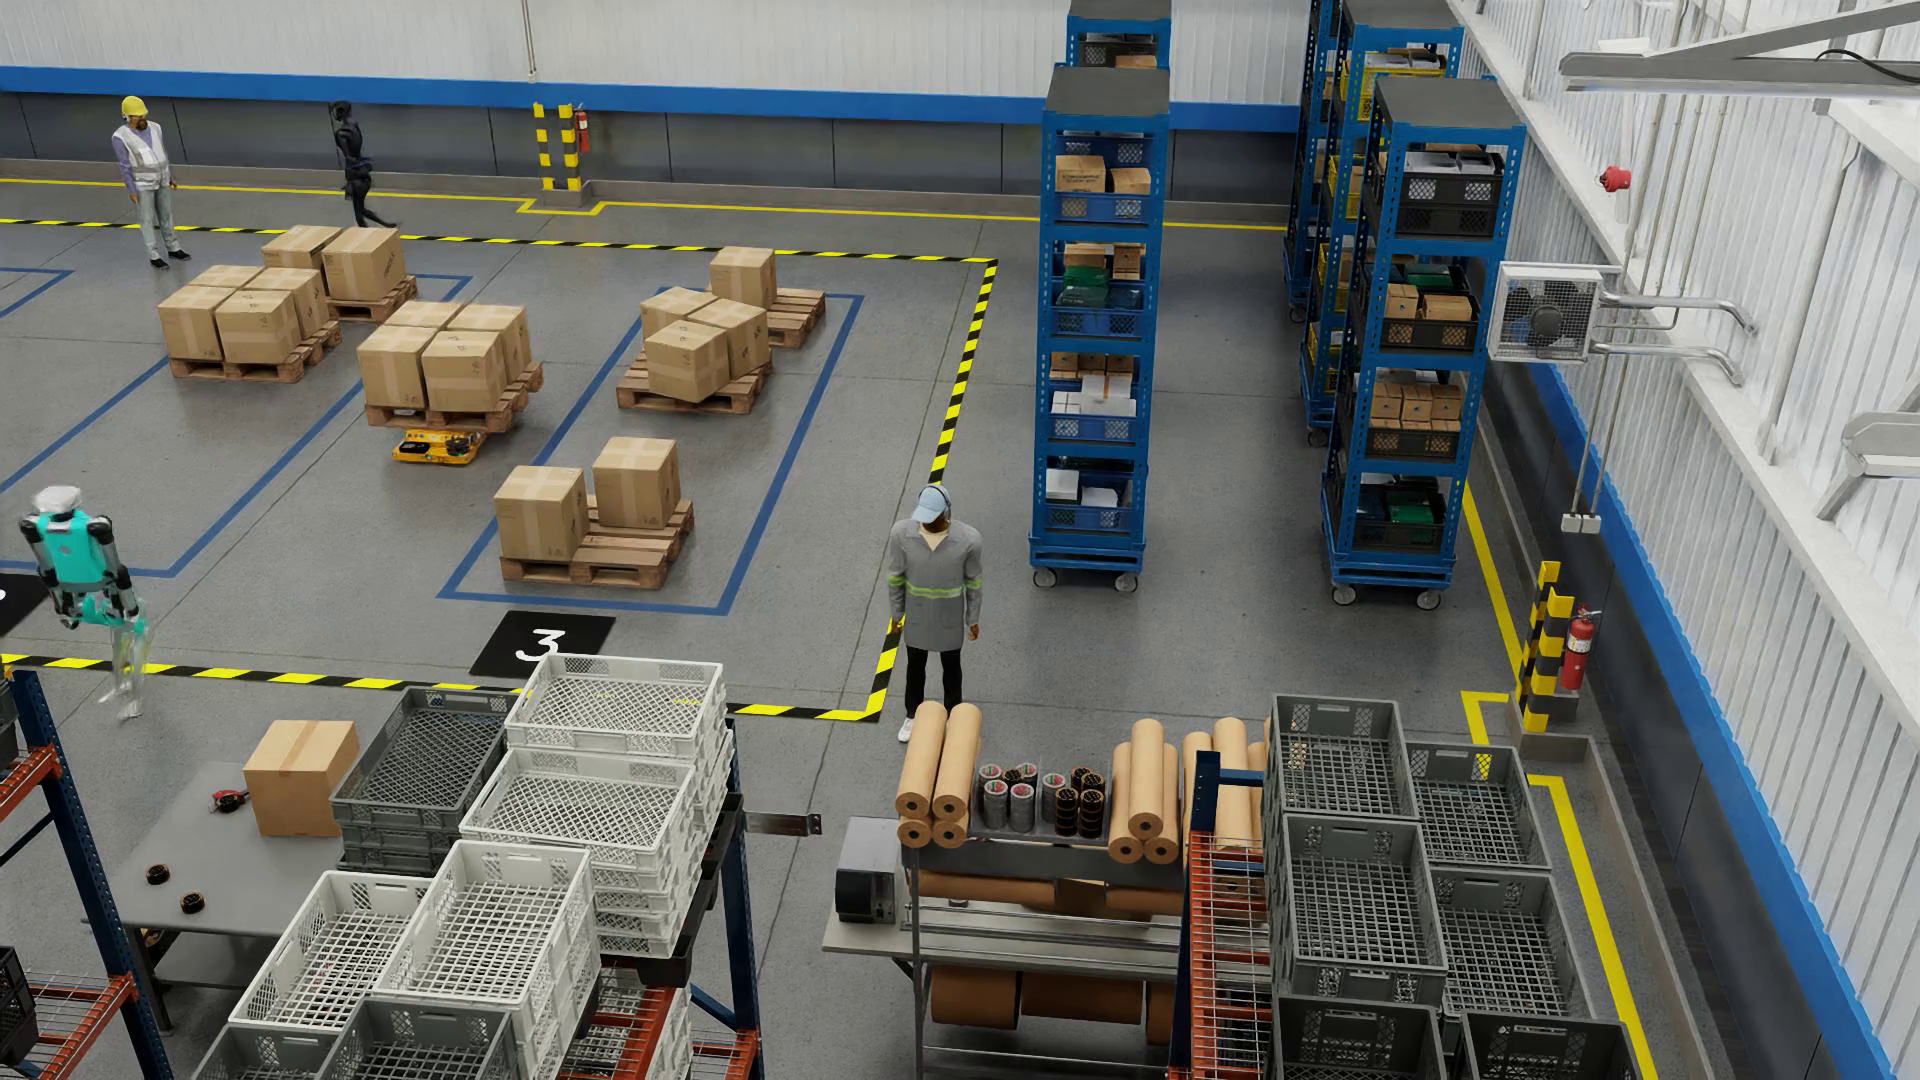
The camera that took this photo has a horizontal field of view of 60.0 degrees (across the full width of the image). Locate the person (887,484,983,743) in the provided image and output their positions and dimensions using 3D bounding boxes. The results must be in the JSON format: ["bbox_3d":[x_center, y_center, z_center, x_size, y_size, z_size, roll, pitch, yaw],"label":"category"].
[{"bbox_3d":[-0.161,0.462,10.310,0.587,1.849,0.396,4,30,6],"label":"person"}]

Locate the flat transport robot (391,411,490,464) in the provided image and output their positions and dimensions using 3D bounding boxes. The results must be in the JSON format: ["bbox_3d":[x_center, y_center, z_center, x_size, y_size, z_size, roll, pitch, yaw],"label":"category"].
[{"bbox_3d":[-4.365,-1.082,14.504,0.652,0.197,1.431,3,30,6],"label":"flat transport robot"}]

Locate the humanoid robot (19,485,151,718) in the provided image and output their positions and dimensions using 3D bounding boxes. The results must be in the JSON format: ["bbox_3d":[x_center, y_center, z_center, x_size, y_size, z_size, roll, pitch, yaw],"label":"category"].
[{"bbox_3d":[-5.451,0.332,10.663,0.551,1.770,0.801,0,30,-1],"label":"humanoid robot"}]

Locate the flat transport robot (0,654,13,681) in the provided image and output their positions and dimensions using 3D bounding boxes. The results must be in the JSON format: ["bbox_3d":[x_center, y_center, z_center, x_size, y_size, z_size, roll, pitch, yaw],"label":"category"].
[{"bbox_3d":[-7.142,0.969,11.010,1.431,0.231,0.659,3,30,6],"label":"flat transport robot"}]

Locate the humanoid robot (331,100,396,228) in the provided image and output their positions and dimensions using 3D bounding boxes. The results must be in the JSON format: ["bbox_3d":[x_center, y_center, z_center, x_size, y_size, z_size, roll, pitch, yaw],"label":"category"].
[{"bbox_3d":[-6.483,-3.944,18.057,0.463,1.644,0.608,-3,30,-5],"label":"humanoid robot"}]

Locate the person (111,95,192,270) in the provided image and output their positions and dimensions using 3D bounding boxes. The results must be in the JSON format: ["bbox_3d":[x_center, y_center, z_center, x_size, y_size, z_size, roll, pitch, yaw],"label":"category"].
[{"bbox_3d":[-8.584,-3.806,17.654,0.404,1.833,0.589,14,33,22],"label":"person"}]
